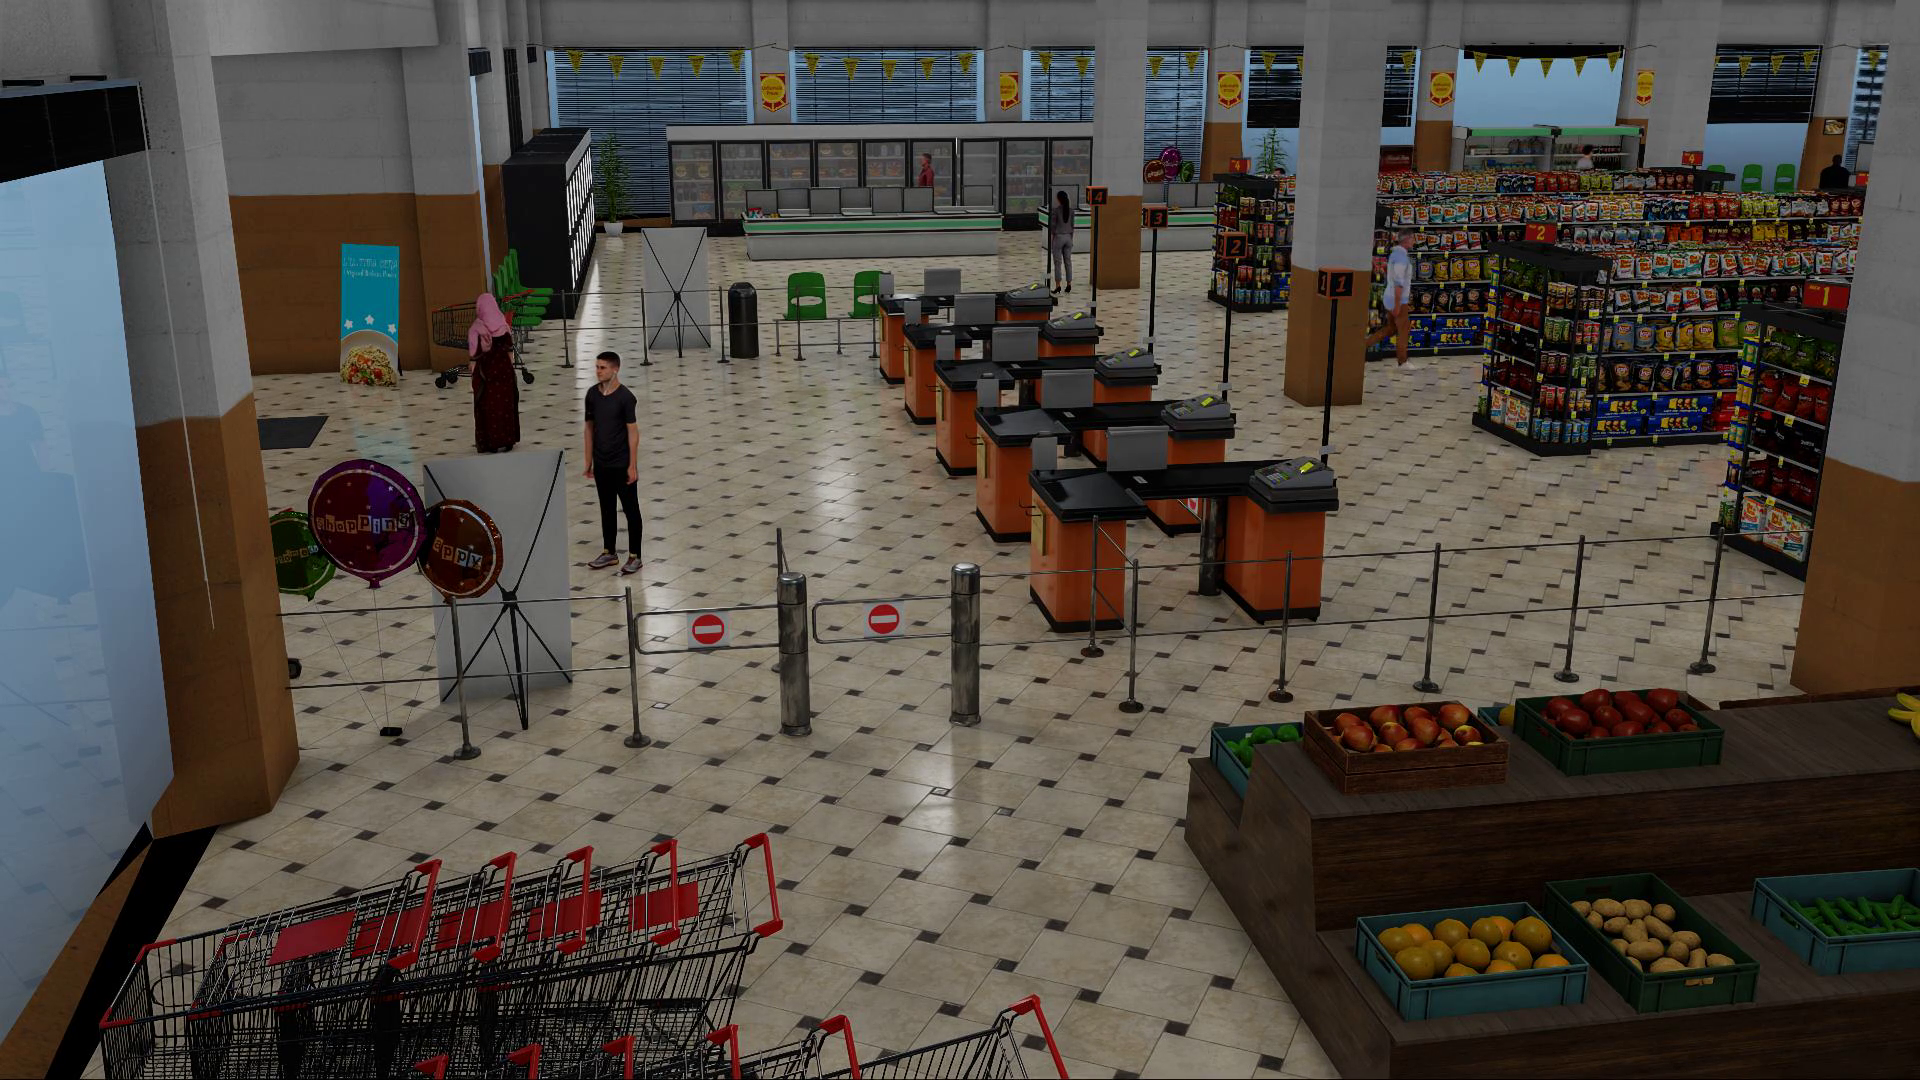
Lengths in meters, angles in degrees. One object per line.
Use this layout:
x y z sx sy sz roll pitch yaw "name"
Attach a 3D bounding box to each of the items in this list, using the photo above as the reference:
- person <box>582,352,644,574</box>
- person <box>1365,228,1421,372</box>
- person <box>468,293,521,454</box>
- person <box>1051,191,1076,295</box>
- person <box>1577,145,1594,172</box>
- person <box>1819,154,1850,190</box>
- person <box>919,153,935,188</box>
-2.733 -0.621 13.175 0.678 1.764 0.785 8 18 24 "person"
5.442 -3.026 21.035 1.126 1.800 0.849 1 17 5 "person"
-4.769 -1.712 16.987 0.700 1.637 0.817 -12 21 -35 "person"
1.678 -4.917 27.475 0.619 1.677 0.753 -9 19 -27 "person"
13.392 -7.569 35.926 1.079 1.840 0.732 -4 17 -14 "person"
17.732 -6.928 33.856 0.782 1.817 0.830 13 21 36 "person"
-0.665 -6.973 33.981 0.564 1.831 0.699 -2 17 -5 "person"
